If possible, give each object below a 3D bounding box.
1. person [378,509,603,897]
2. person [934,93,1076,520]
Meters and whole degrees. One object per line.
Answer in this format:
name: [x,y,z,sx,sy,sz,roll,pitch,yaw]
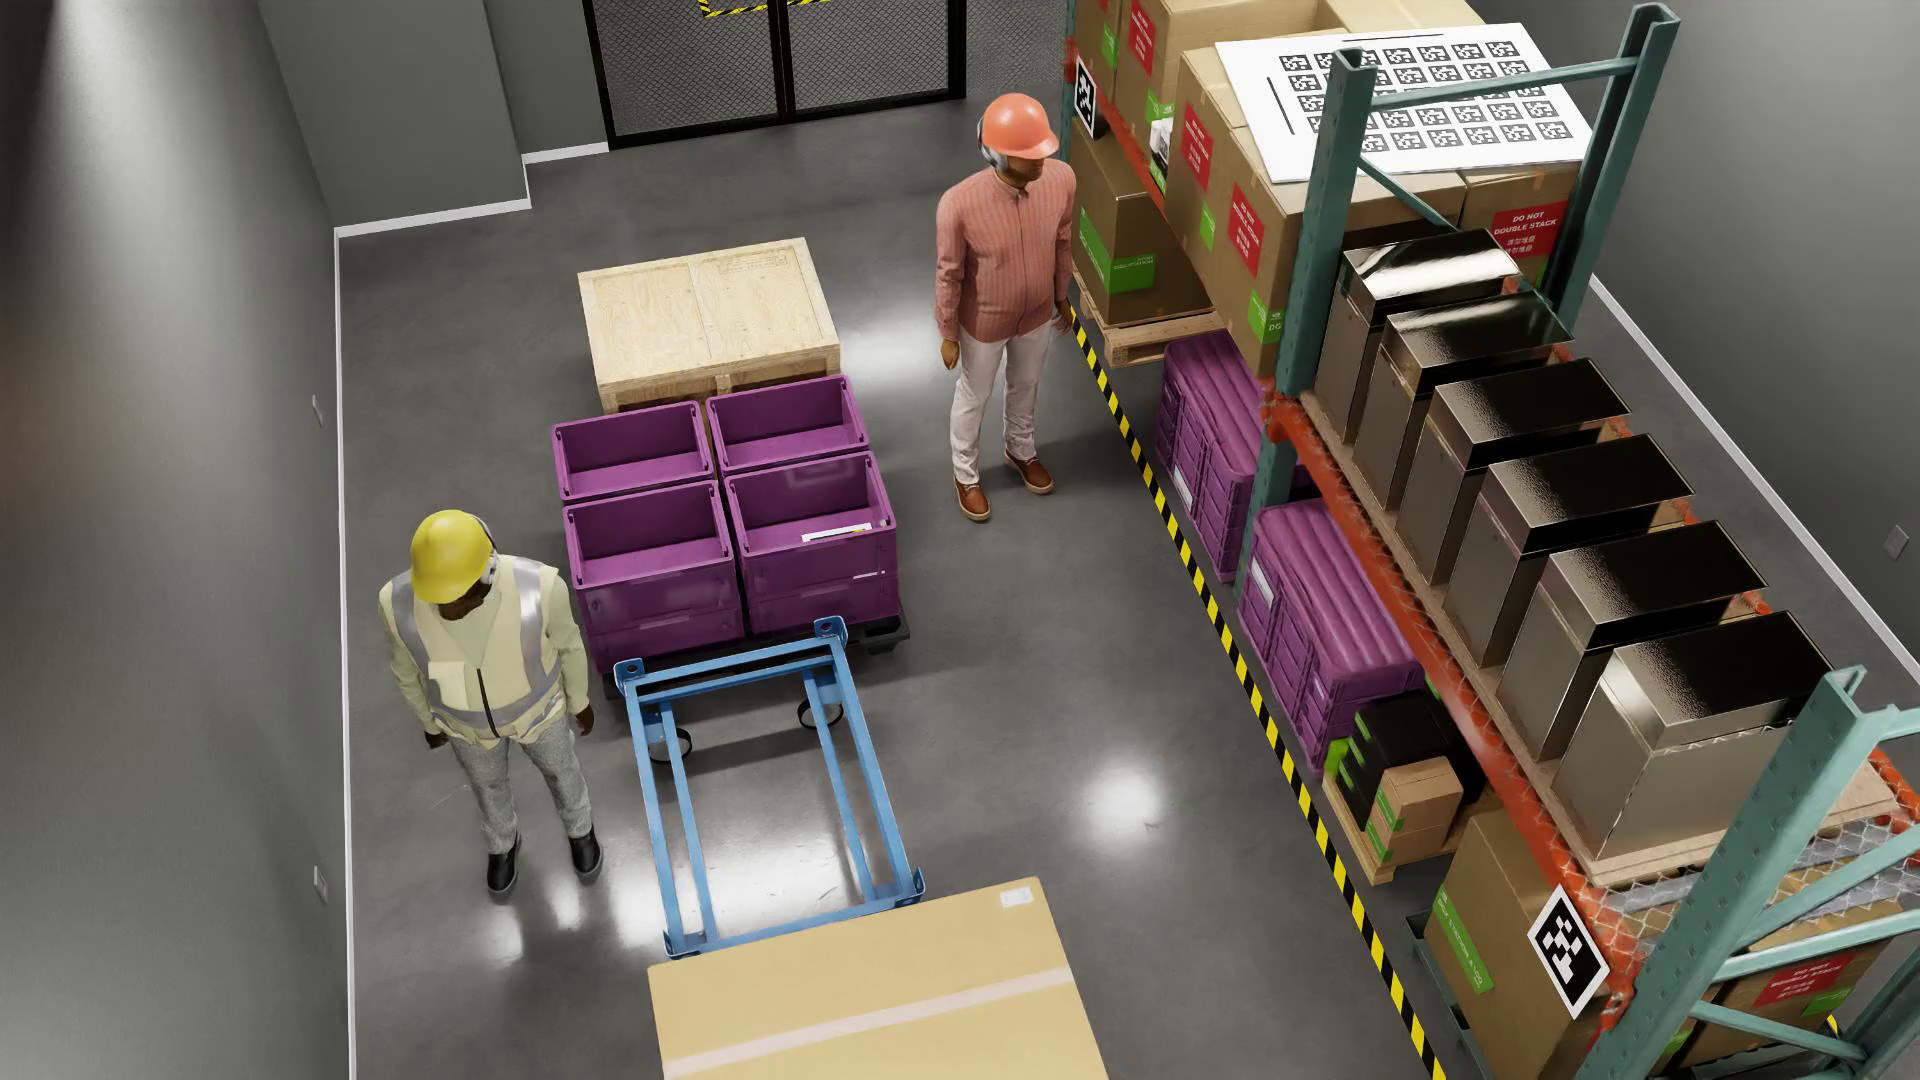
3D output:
person: [-1.500,0.544,5.460,0.591,1.829,0.404,-8,48,-7]
person: [0.190,-0.915,6.687,0.622,1.995,0.383,-22,51,-19]
